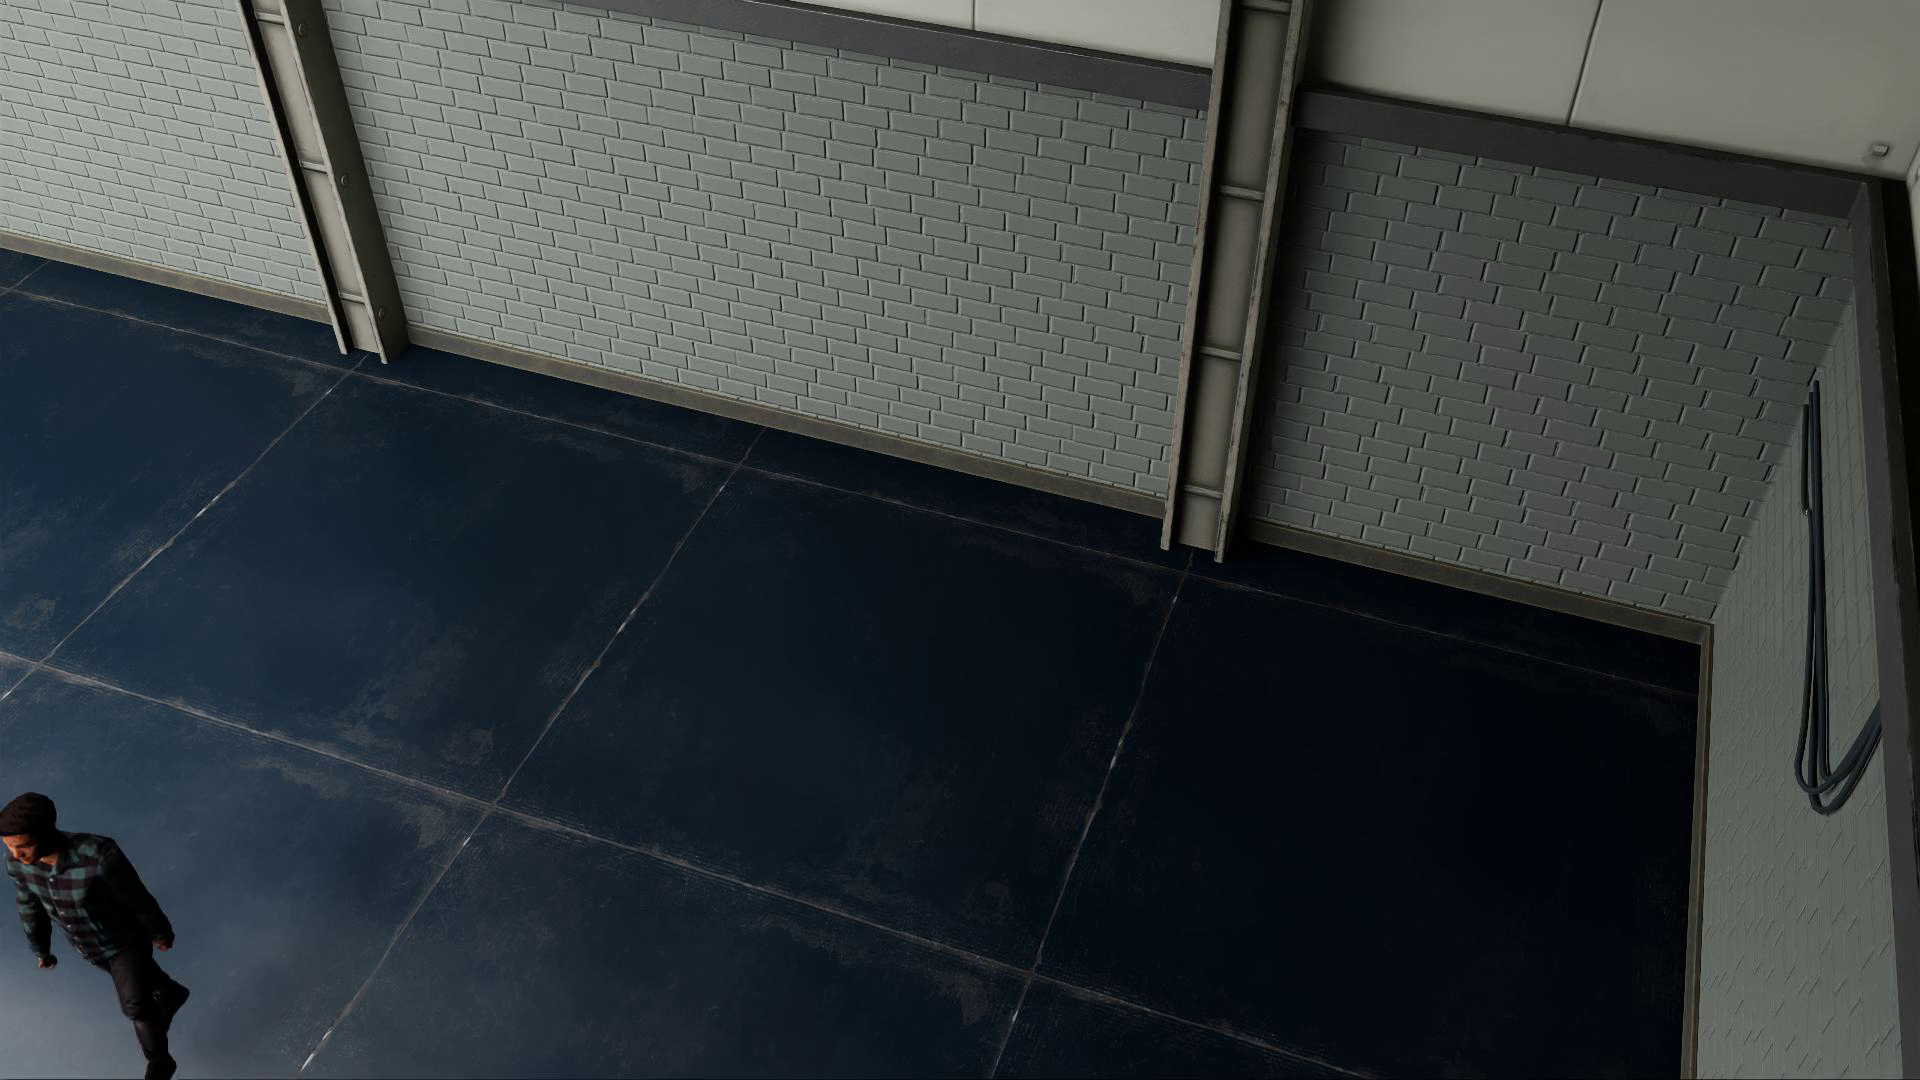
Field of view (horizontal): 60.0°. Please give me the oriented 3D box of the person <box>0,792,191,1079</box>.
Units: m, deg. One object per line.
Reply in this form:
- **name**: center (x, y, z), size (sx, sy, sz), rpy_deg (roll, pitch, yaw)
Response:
- **person**: center (-3.538, 1.552, 6.959), size (0.867, 1.696, 0.825), rpy_deg (6, 43, 7)
